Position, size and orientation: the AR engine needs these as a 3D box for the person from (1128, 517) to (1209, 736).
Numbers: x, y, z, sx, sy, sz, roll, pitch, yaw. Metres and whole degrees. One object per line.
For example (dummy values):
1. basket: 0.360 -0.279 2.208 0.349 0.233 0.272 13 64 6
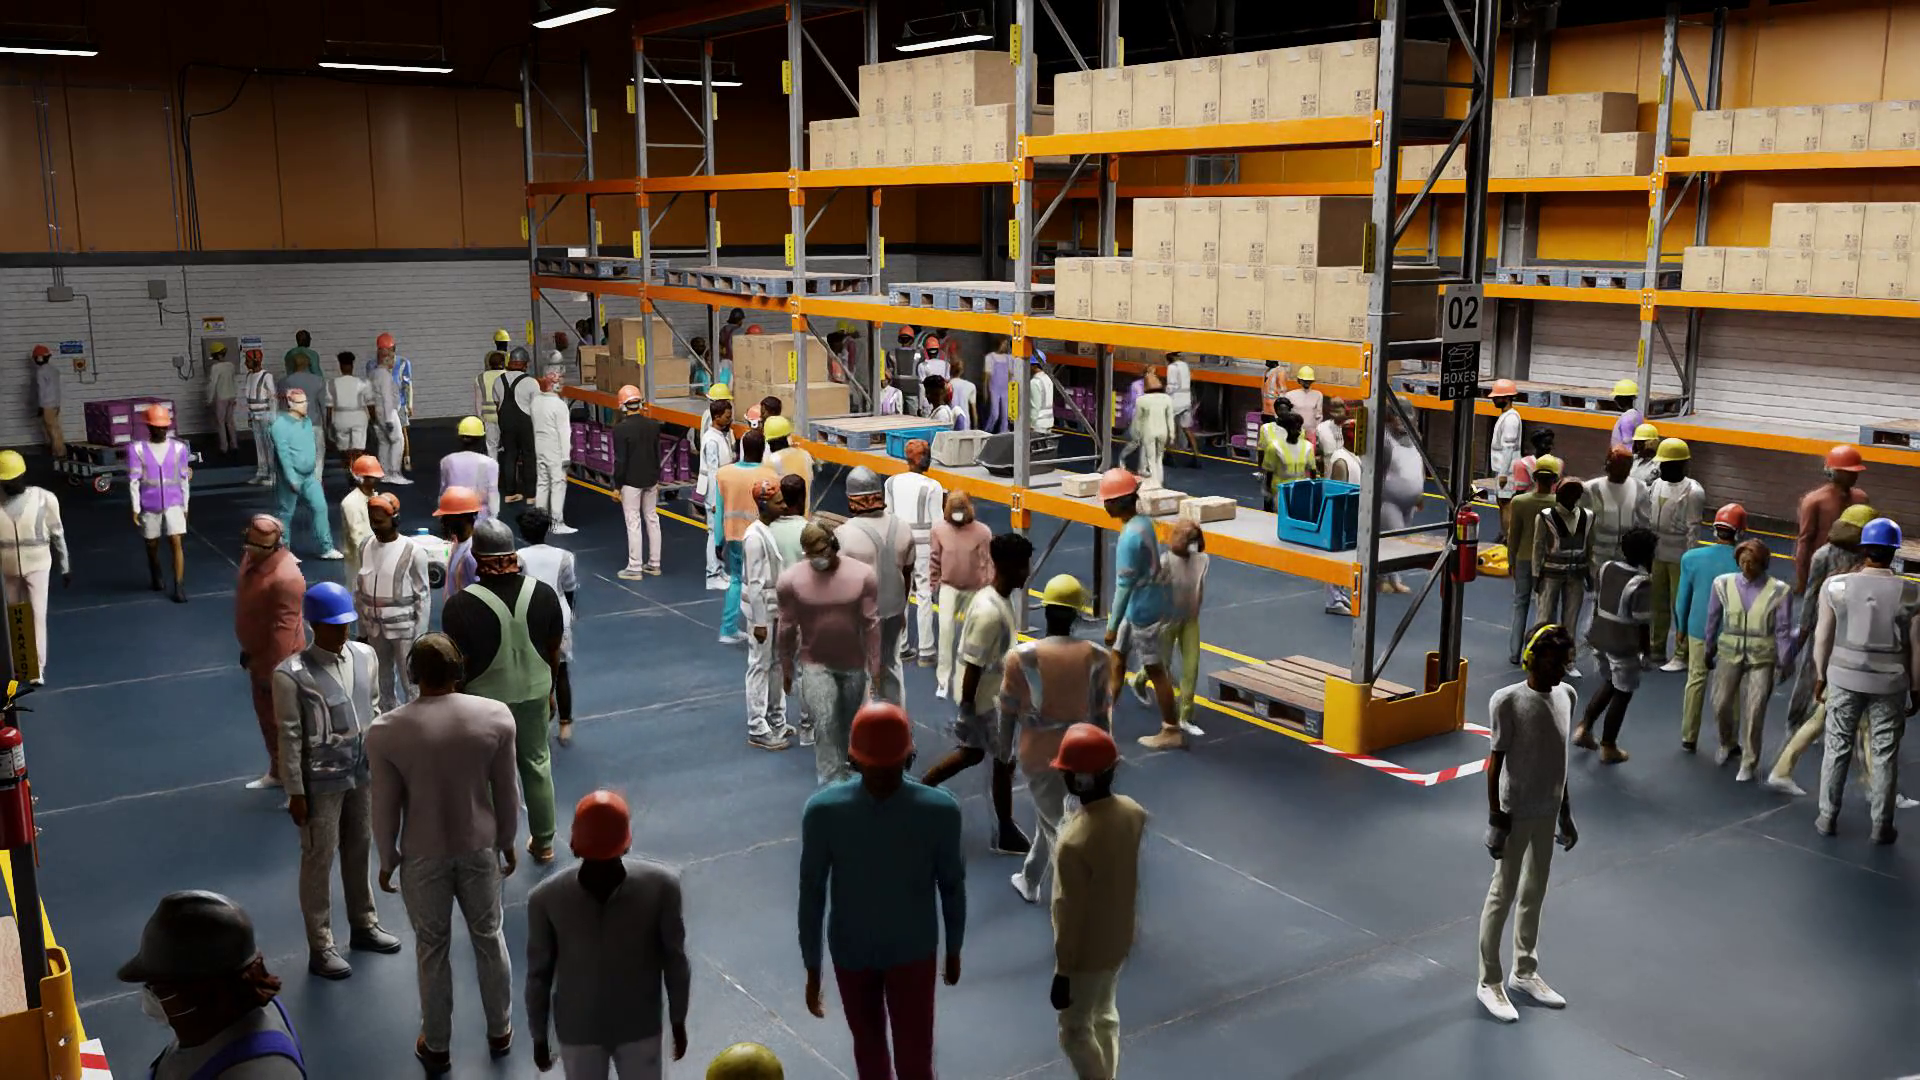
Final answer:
1. person: 1.508 0.577 12.078 0.508 1.591 0.735 -6 12 -27

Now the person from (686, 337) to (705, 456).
1. person: -4.078 -2.227 25.779 0.348 1.839 0.503 5 12 25

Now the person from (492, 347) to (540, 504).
1. person: -5.650 -1.488 21.469 0.683 2.000 0.535 4 12 19

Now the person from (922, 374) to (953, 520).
1. person: -0.248 -0.871 18.507 0.368 1.963 0.603 -1 11 -3

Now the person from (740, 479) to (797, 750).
1. person: -1.345 0.509 11.651 0.361 1.882 0.575 2 11 8

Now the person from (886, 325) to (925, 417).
1. person: -0.828 -2.261 25.459 0.601 2.035 0.402 1 11 3

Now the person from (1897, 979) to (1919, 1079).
1. person: 2.528 1.926 4.254 0.602 1.940 0.402 -2 11 -8

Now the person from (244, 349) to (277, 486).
1. person: -9.626 -1.690 22.904 0.574 1.884 0.361 8 14 37

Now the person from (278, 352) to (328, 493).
1. person: -8.626 -1.516 21.929 0.635 1.925 0.433 -2 11 -8

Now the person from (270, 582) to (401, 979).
1. person: -3.062 1.155 8.180 0.388 1.947 0.613 6 12 28

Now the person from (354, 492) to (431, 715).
1. person: -3.794 0.614 11.107 0.574 1.886 0.356 4 12 20

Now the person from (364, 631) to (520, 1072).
1. person: -2.225 1.349 7.225 0.629 1.934 0.376 -5 12 -26

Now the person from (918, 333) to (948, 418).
1. person: -0.433 -2.370 26.494 0.633 1.842 0.429 -6 13 -30

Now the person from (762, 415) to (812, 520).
1. person: -1.554 -0.203 15.263 0.572 1.907 0.628 11 15 43

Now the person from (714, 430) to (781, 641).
1. person: -1.813 0.001 14.236 0.647 1.893 0.487 3 12 17

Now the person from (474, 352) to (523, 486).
1. person: -6.307 -1.651 22.817 0.631 1.840 0.428 -1 11 -3

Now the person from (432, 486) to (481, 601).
1. person: -3.272 0.599 11.052 0.359 1.936 0.552 -5 12 -25

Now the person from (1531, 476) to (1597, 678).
1. person: 4.834 0.300 13.344 0.523 1.639 0.306 -1 11 -4

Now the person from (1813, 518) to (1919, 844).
1. person: 5.375 0.833 9.845 0.601 1.941 0.395 7 13 33

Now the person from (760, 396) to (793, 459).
1. person: -1.820 -0.496 16.760 0.405 1.907 0.604 -2 11 -9

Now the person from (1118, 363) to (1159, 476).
1. person: 2.565 -1.729 23.790 0.531 1.613 0.511 -8 13 -34

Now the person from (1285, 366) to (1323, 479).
1. person: 4.481 -1.391 21.702 0.530 1.760 0.340 -1 11 -7

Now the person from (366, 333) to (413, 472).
1. person: -8.205 -1.965 23.966 0.618 2.030 0.452 -4 12 -19

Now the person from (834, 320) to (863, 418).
1. person: -2.098 -3.077 30.155 0.416 1.832 0.662 -7 13 -30

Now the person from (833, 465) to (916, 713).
1. person: -0.660 0.495 11.319 0.688 2.000 0.536 -10 15 -42

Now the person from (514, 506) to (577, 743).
1. person: -2.955 0.591 11.717 0.566 1.674 0.649 -6 13 -29

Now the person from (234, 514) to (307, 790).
1. person: -4.350 0.746 10.496 0.408 1.874 0.715 -9 15 -40

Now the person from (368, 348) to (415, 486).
1. person: -7.866 -1.700 22.923 0.458 1.900 0.666 -8 14 -35

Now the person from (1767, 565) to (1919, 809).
1. person: 5.588 0.895 10.453 0.866 1.583 0.495 3 11 15

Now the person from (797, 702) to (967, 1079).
1. person: -0.292 1.556 6.110 0.614 1.948 0.974 1 11 4

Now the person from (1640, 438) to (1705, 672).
1. person: 5.792 0.117 13.589 0.403 1.917 0.582 -3 11 -15

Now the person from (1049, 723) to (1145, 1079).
1. person: 0.530 1.578 6.562 0.417 1.758 0.574 7 13 33

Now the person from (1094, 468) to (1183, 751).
1. person: 1.115 0.491 11.463 0.963 1.987 0.631 1 11 8

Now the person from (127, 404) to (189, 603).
1. person: -7.750 -0.377 16.122 0.548 1.912 0.892 -7 13 -31

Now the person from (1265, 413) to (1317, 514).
1. person: 3.479 -0.537 17.597 0.547 1.655 0.881 -3 11 -15

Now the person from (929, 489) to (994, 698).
1. person: 0.003 0.413 12.854 0.516 1.599 0.737 1 11 5

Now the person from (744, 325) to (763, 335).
1. person: -3.231 -2.384 26.170 0.379 1.996 0.610 -2 11 -9

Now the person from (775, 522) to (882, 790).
1. person: -0.794 0.806 10.130 0.620 1.864 0.987 -3 11 -13

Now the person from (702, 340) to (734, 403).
1. person: -3.680 -2.116 25.258 0.531 1.822 0.959 -2 11 -9

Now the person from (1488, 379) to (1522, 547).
1. person: 5.943 -0.801 18.253 0.384 1.929 0.538 2 11 13

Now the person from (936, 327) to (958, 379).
1. person: -0.317 -2.925 29.038 0.653 1.950 0.412 10 15 43

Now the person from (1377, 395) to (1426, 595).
1. person: 4.233 -0.441 16.107 0.781 2.000 0.544 -8 13 -34

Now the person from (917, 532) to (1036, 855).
1. person: 0.050 0.885 9.666 0.888 1.924 0.625 1 11 7

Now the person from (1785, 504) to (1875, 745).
1. person: 6.168 0.582 11.683 0.519 1.726 0.369 -2 11 -11

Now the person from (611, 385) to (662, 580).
1. person: -3.312 -0.588 17.001 0.391 1.987 0.608 8 14 37
